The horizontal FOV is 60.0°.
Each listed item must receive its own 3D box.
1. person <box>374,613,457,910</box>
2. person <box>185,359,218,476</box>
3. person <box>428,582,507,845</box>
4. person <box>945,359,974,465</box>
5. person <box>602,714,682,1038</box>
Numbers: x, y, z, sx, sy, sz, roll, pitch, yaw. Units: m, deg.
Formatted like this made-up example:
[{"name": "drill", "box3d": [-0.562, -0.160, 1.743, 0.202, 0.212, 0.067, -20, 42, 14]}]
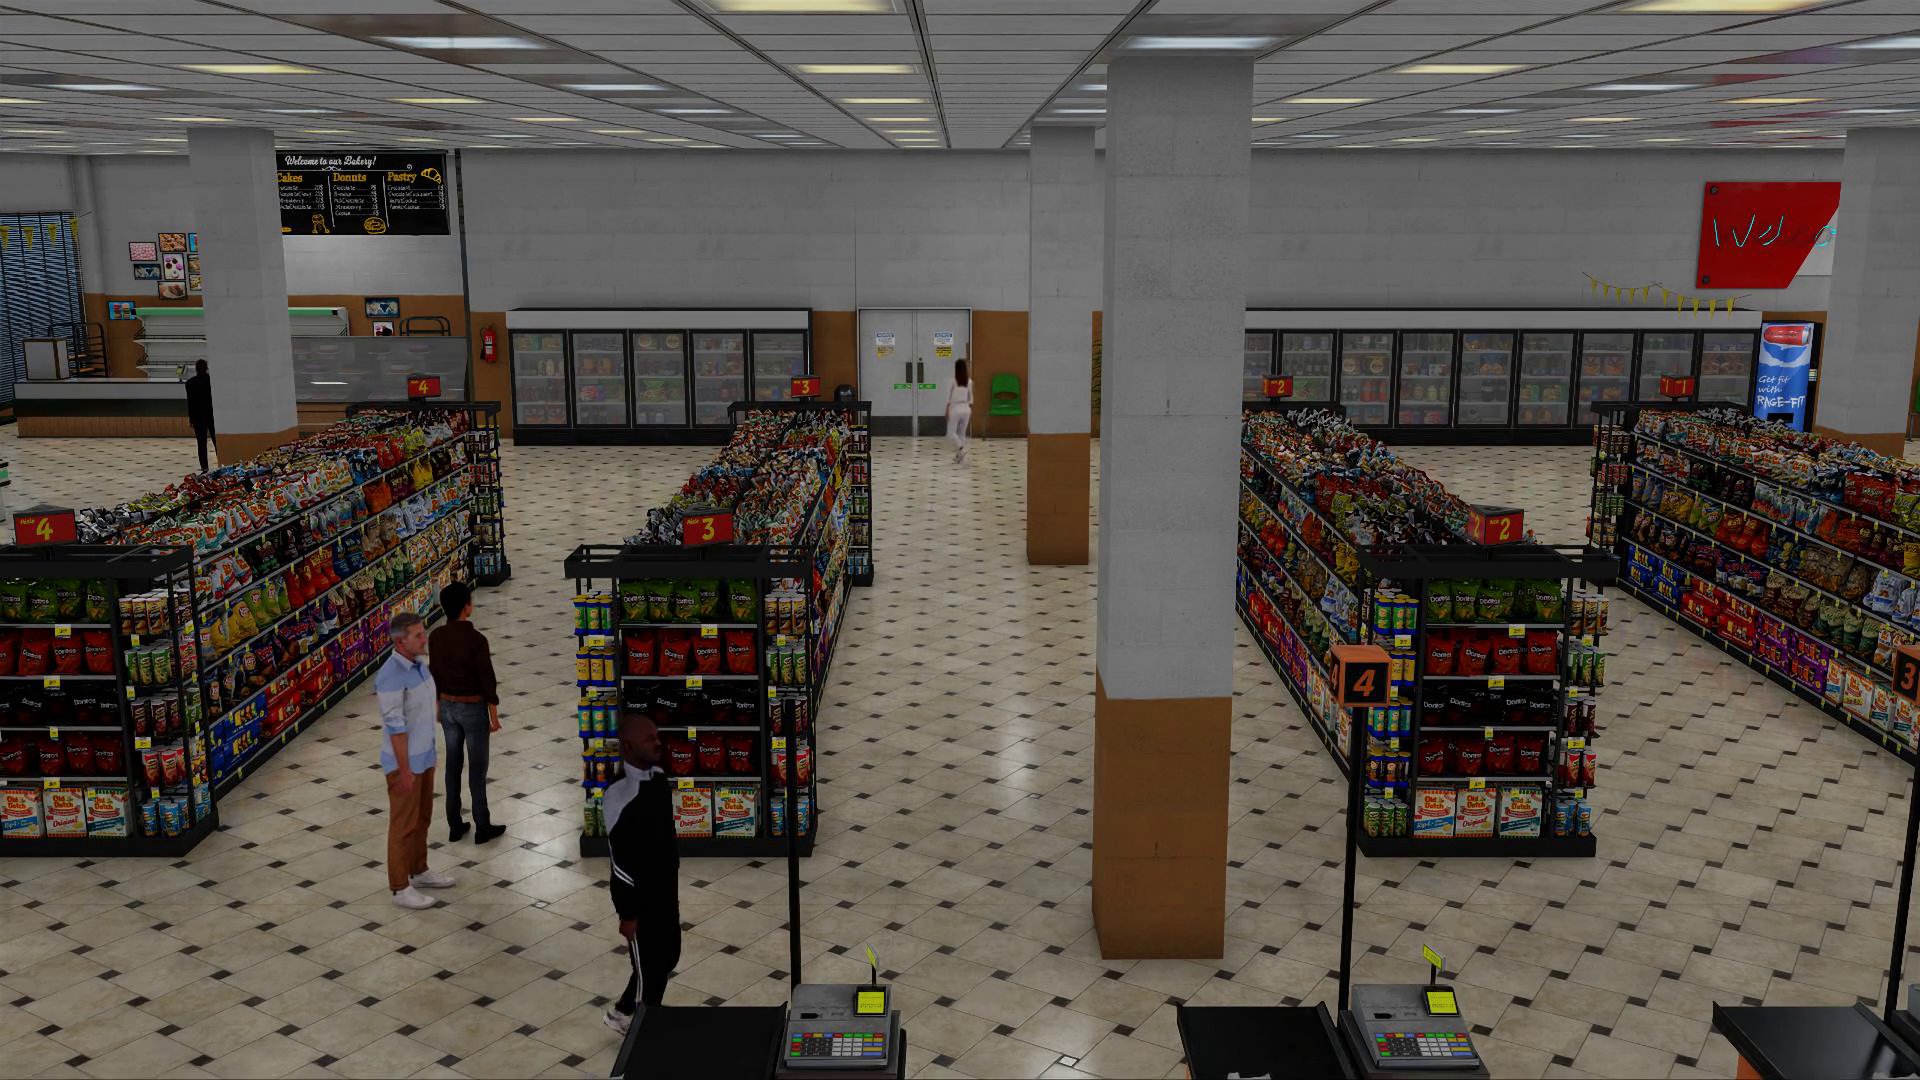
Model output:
[{"name": "person", "box3d": [-3.378, 1.324, 10.187, 0.739, 1.822, 0.500, 0, 12, 2]}, {"name": "person", "box3d": [-11.412, -1.835, 25.195, 0.782, 1.818, 0.830, -10, 16, -41]}, {"name": "person", "box3d": [-3.316, 1.150, 11.109, 0.701, 1.782, 0.632, 4, 12, 16]}, {"name": "person", "box3d": [0.001, -2.022, 26.420, 0.816, 1.680, 0.941, -6, 13, -26]}, {"name": "person", "box3d": [-1.602, 1.714, 8.265, 0.898, 1.849, 0.897, 4, 13, 20]}]
